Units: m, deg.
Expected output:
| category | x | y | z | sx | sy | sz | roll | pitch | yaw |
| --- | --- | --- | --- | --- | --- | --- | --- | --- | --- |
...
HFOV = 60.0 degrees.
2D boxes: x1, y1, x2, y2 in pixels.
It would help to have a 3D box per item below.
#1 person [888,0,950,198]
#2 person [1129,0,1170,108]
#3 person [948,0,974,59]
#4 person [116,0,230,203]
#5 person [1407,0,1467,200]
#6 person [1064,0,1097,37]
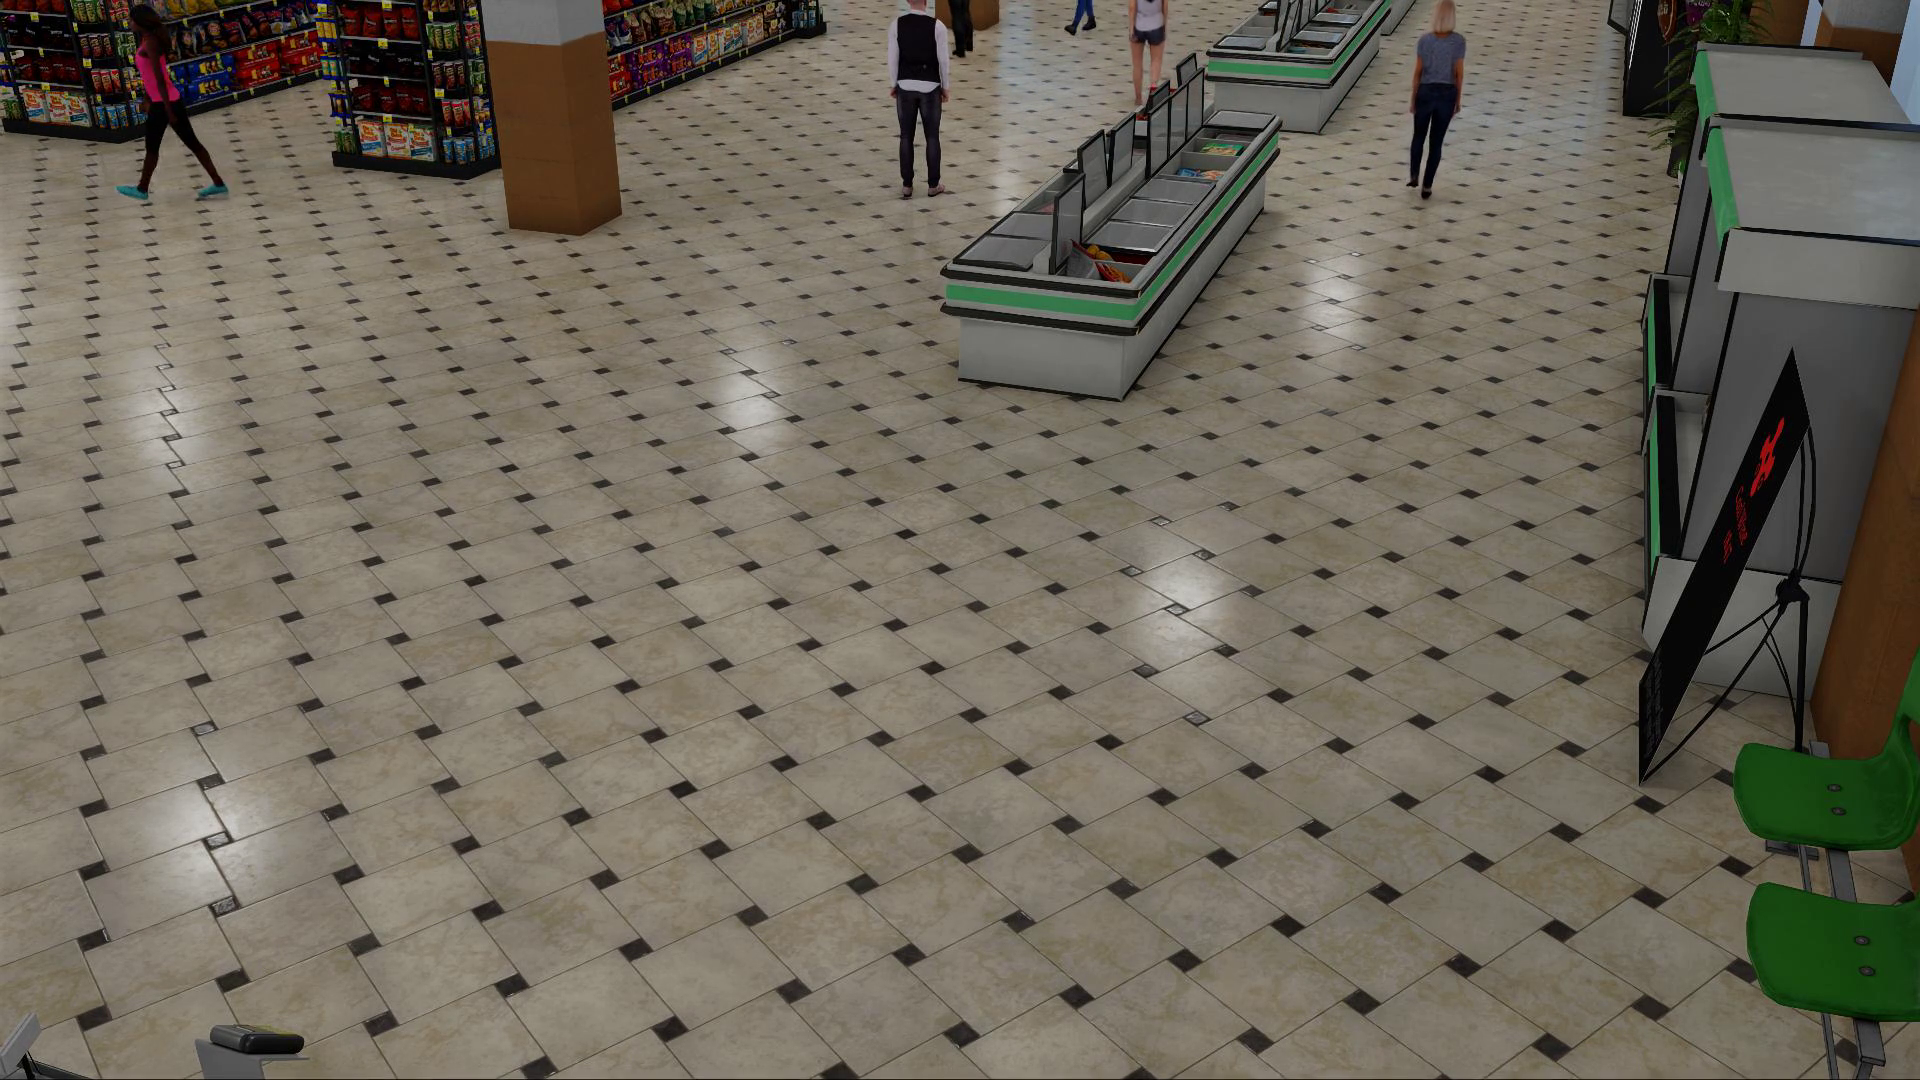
| category | x | y | z | sx | sy | sz | roll | pitch | yaw |
| --- | --- | --- | --- | --- | --- | --- | --- | --- | --- |
| person | -0.370 | -3.968 | 14.716 | 0.745 | 1.822 | 0.670 | 3 | 27 | 5 |
| person | 2.018 | -5.457 | 17.795 | 0.763 | 1.692 | 0.944 | 0 | 27 | 0 |
| person | 0.040 | -6.828 | 20.383 | 0.799 | 1.796 | 0.856 | -11 | 29 | -21 |
| person | -6.807 | -3.763 | 14.482 | 1.039 | 1.668 | 1.120 | -6 | 27 | -11 |
| person | 4.172 | -3.845 | 14.600 | 0.567 | 1.708 | 0.583 | 9 | 28 | 18 |
| person | 1.668 | -7.453 | 21.787 | 0.839 | 1.642 | 1.172 | 20 | 33 | 34 |
